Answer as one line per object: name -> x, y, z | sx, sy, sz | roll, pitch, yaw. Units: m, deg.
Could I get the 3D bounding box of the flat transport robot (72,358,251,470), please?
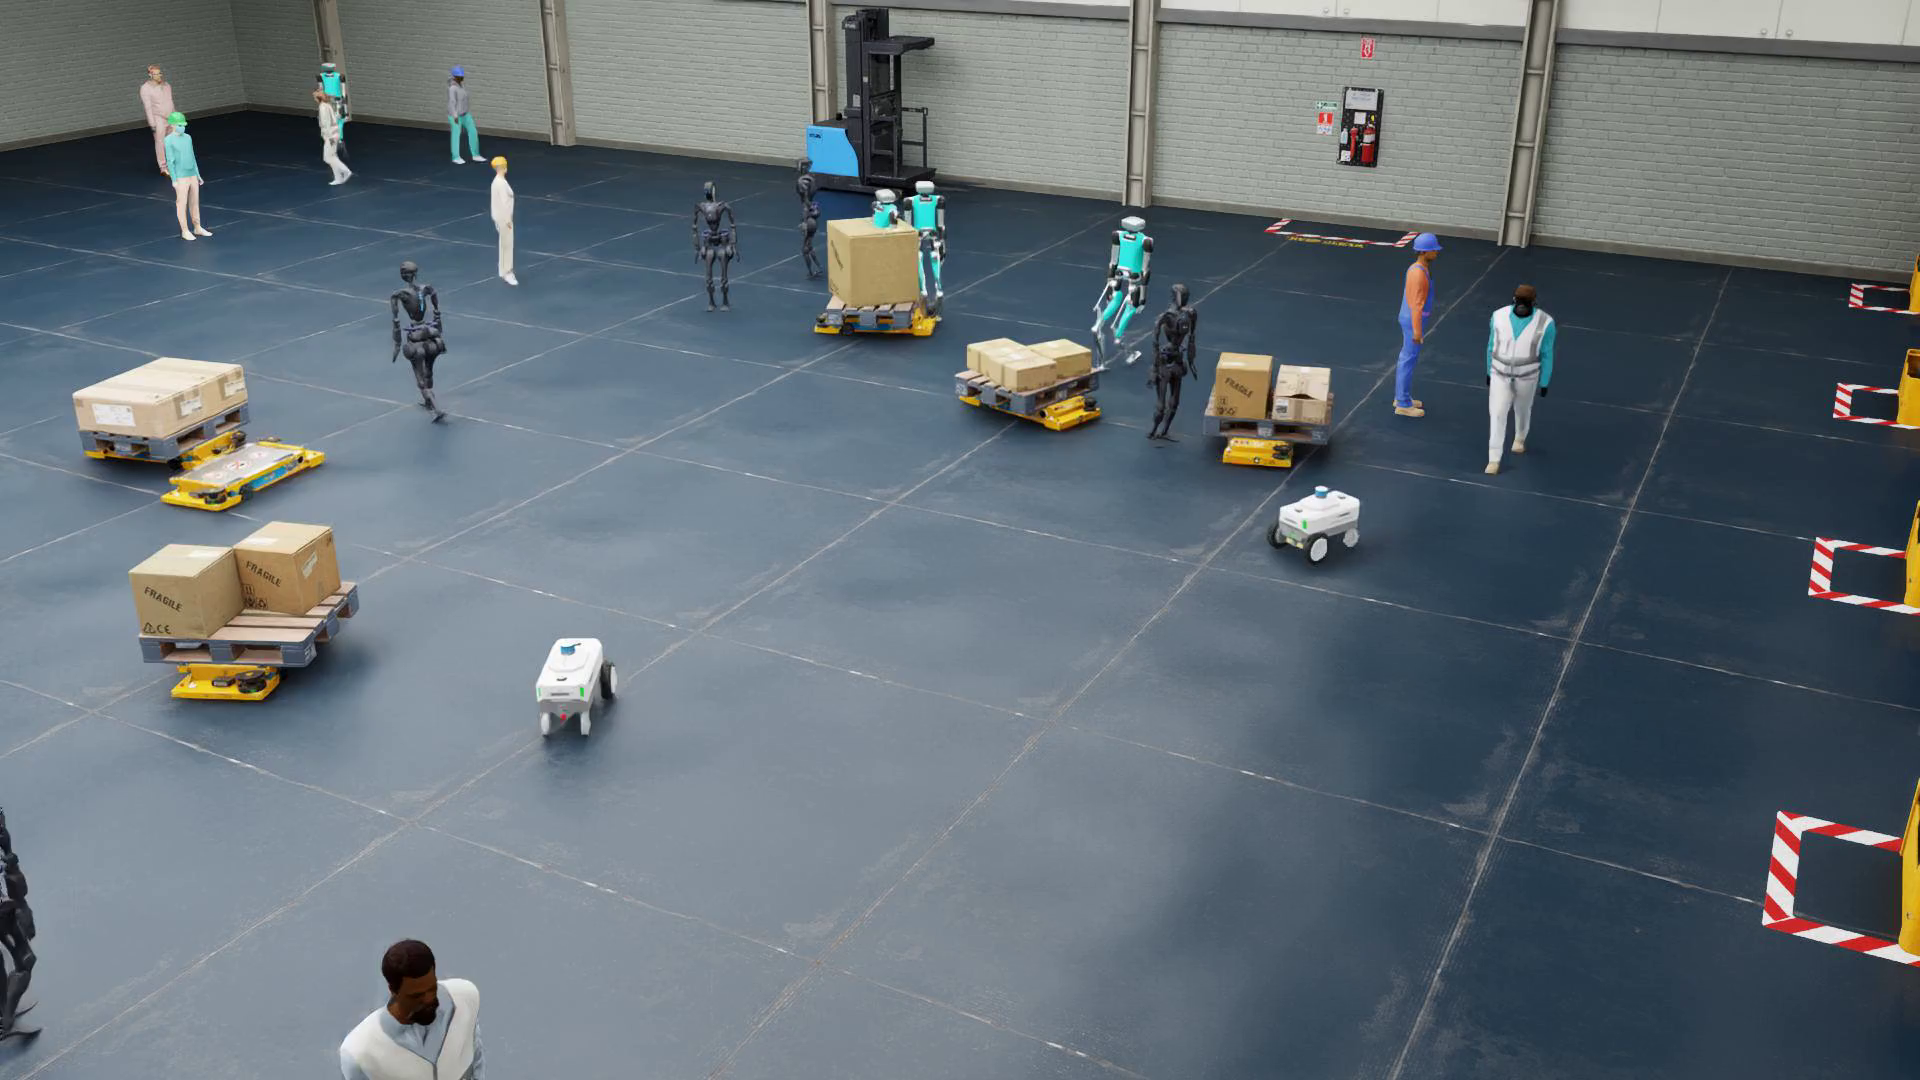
flat transport robot -> -7.769, -0.939, 16.348 | 1.431, 0.231, 0.659 | 7, 24, 15

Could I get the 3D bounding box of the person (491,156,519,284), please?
person -> -6.152, -4.305, 22.429 | 0.316, 1.664, 0.642 | -10, 25, -22

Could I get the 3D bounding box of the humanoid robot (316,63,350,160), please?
humanoid robot -> -11.496, -7.768, 30.427 | 0.541, 1.801, 0.826 | 0, 23, 0

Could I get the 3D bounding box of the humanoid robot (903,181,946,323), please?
humanoid robot -> -0.365, -3.407, 20.325 | 0.534, 1.849, 0.809 | -6, 24, -14

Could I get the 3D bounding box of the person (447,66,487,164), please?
person -> -9.011, -7.718, 30.240 | 0.718, 1.748, 0.572 | 8, 24, 17

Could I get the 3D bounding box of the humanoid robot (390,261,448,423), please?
humanoid robot -> -5.570, -2.053, 17.243 | 0.750, 1.648, 0.588 | 19, 29, 36

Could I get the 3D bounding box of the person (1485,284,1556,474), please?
person -> 5.356, -1.601, 15.959 | 0.636, 1.796, 0.965 | 11, 26, 24

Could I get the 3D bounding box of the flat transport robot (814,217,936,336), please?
flat transport robot -> -1.034, -2.694, 20.435 | 1.431, 0.231, 0.659 | 2, 23, 4

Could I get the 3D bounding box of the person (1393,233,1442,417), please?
person -> 4.749, -2.250, 17.324 | 0.360, 1.911, 0.521 | 5, 24, 12

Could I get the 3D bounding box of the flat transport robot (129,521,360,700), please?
flat transport robot -> -5.207, 0.778, 12.351 | 0.659, 0.231, 1.431 | 1, 23, 3

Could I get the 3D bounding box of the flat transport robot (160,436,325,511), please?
flat transport robot -> -6.724, -0.629, 15.628 | 0.659, 0.231, 1.431 | 8, 25, 19

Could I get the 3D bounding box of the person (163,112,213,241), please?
person -> -11.533, -5.420, 24.753 | 0.352, 1.871, 0.508 | 10, 25, 21

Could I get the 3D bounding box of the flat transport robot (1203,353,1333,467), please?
flat transport robot -> 3.075, -1.061, 16.632 | 0.659, 0.231, 1.431 | 6, 24, 13

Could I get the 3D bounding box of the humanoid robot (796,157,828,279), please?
humanoid robot -> -2.026, -4.385, 22.607 | 0.422, 1.643, 0.588 | -3, 23, -7

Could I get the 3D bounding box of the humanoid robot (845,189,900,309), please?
humanoid robot -> -1.141, -3.313, 20.047 | 0.909, 1.770, 0.577 | -11, 26, -25

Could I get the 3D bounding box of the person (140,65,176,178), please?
person -> -13.978, -7.350, 29.203 | 0.411, 1.908, 0.641 | 8, 24, 18

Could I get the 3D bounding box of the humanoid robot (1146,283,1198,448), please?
humanoid robot -> 2.078, -1.737, 16.434 | 0.590, 1.648, 0.353 | -16, 28, -33

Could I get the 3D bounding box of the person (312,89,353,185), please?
person -> -10.757, -6.884, 28.459 | 0.400, 1.618, 0.547 | -5, 24, -12

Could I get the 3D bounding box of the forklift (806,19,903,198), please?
forklift -> -1.573, -7.292, 27.850 | 1.873, 2.768, 1.129 | 12, 26, 25

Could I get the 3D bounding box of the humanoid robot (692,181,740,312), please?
humanoid robot -> -3.073, -3.705, 21.013 | 0.588, 1.650, 0.321 | 0, 23, 0

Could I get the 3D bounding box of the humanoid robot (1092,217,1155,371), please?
humanoid robot -> 1.773, -2.698, 18.590 | 0.550, 1.739, 0.985 | 17, 28, 34

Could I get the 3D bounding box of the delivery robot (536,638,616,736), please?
delivery robot -> -2.696, 0.973, 11.560 | 0.499, 0.614, 0.791 | -1, 23, -1

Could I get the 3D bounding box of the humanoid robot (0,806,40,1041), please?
humanoid robot -> -4.910, 1.765, 8.308 | 0.616, 1.646, 0.378 | 9, 25, 20

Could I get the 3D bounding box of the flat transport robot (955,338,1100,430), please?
flat transport robot -> 0.725, -1.473, 17.591 | 1.431, 0.231, 0.659 | 21, 31, 40

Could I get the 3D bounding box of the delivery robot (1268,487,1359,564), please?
delivery robot -> 3.051, -0.162, 14.171 | 0.793, 0.590, 0.499 | -16, 28, -32

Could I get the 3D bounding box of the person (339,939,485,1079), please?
person -> -2.084, 2.384, 6.594 | 0.602, 1.858, 1.026 | -21, 31, -40
